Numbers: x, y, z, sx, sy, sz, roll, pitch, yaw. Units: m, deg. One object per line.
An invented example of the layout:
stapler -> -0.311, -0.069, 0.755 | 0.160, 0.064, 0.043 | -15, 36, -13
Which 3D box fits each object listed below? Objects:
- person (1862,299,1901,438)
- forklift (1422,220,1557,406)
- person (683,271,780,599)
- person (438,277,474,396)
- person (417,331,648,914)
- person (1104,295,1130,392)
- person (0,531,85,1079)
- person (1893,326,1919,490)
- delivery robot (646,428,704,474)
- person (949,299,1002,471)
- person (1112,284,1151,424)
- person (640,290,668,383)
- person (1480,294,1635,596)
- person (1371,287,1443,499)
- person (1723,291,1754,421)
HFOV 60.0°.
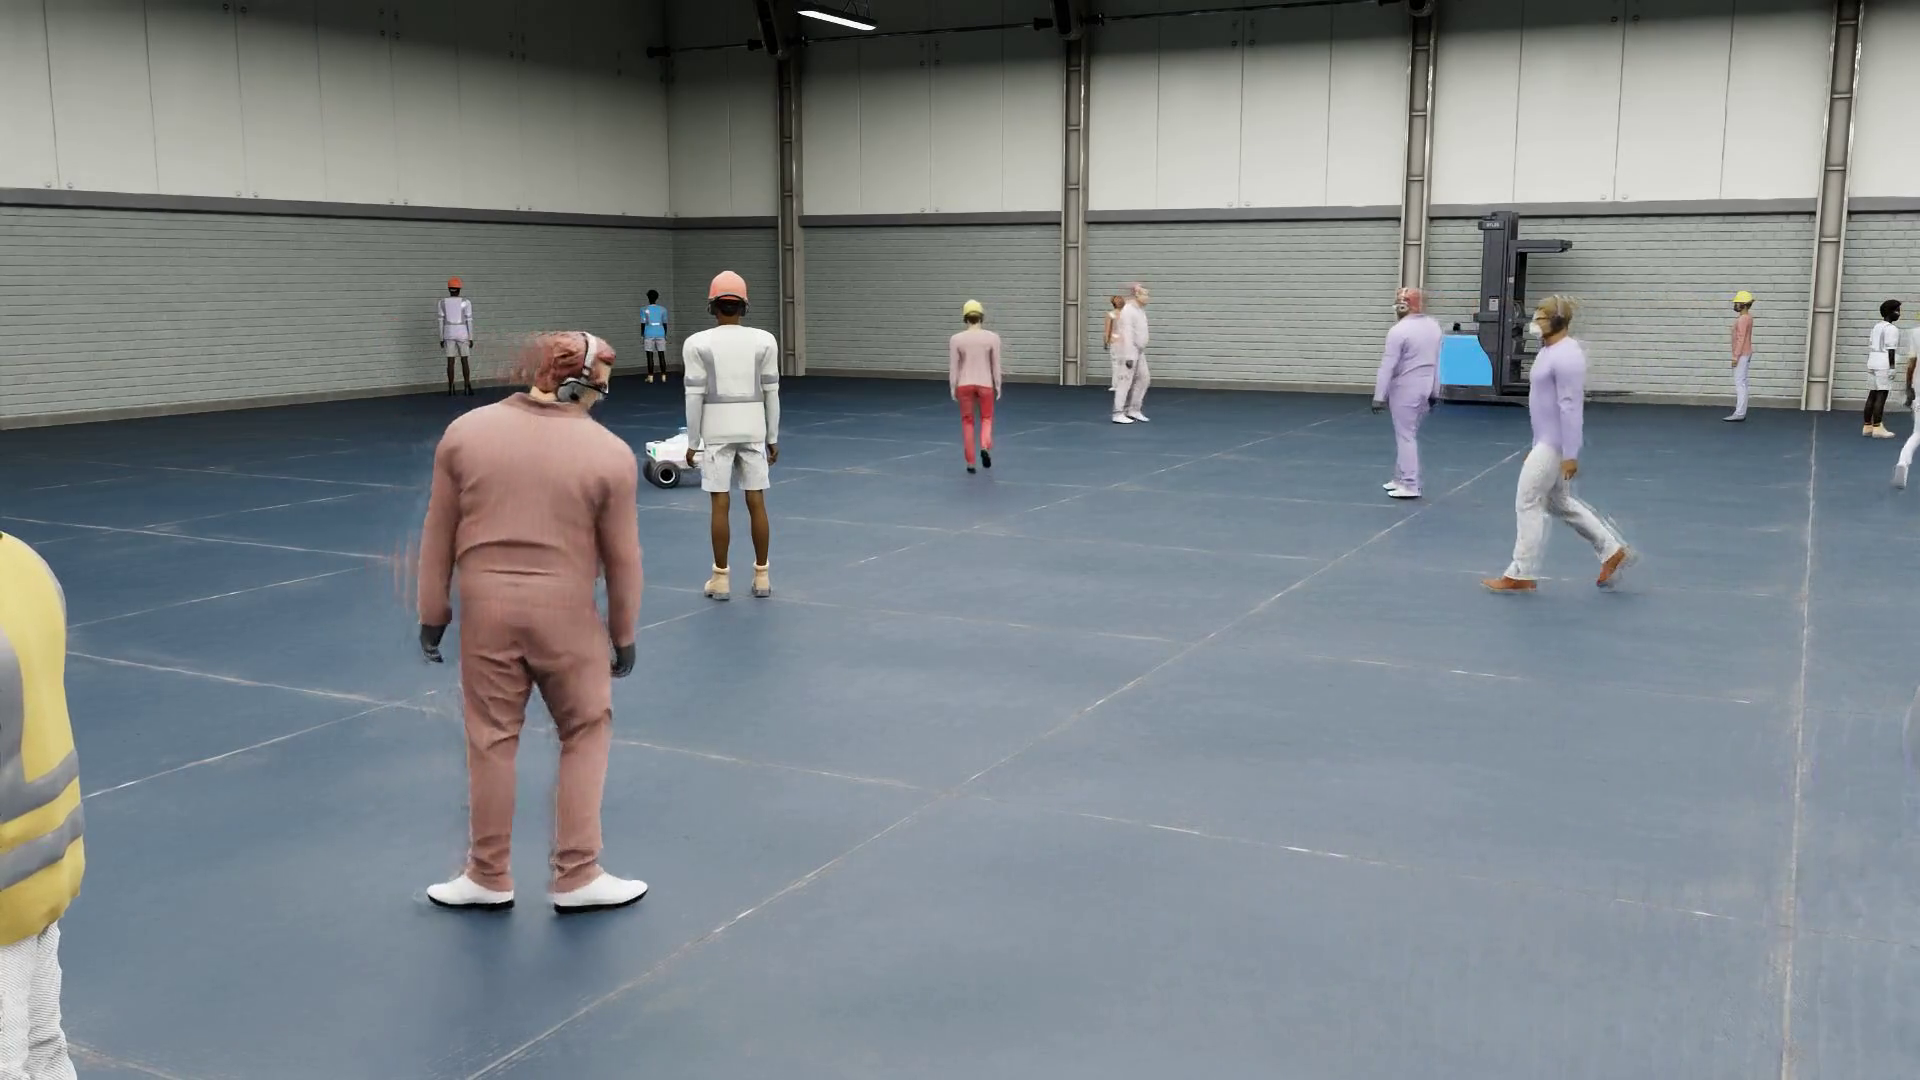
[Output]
person -> 11.404, -2.120, 20.539 | 0.319, 1.698, 0.539 | 1, 9, 6
forklift -> 8.245, -3.527, 25.720 | 1.873, 2.768, 1.129 | 5, 10, 27
person -> -1.435, -0.658, 10.462 | 0.605, 2.045, 0.381 | -3, 10, -19
person -> -8.309, -3.356, 27.431 | 0.547, 1.937, 0.379 | -1, 9, -7
person -> -1.400, 0.266, 5.350 | 0.761, 1.865, 0.396 | 0, 9, 0
person -> 2.697, -3.334, 28.241 | 0.521, 1.636, 0.316 | -4, 10, -23
person -> -1.782, 0.668, 2.927 | 0.429, 1.839, 0.621 | -2, 9, -14
person -> 8.773, -1.304, 15.055 | 0.584, 1.850, 0.525 | -7, 11, -35
delivery robot -> -2.644, -0.839, 16.006 | 0.707, 0.478, 0.477 | -4, 10, -21
person -> 0.155, -1.567, 16.939 | 0.550, 1.750, 0.416 | 0, 9, -1
person -> 2.328, -2.504, 22.402 | 0.567, 1.873, 0.666 | 3, 10, 20
person -> -5.623, -3.739, 30.538 | 0.540, 1.695, 0.317 | -6, 11, -32
person -> 3.848, -0.599, 10.558 | 0.902, 1.913, 0.637 | 1, 9, 9
person -> 3.953, -1.329, 15.054 | 0.680, 1.889, 0.658 | -7, 12, -37
person -> 10.667, -2.512, 22.758 | 0.316, 1.769, 0.525 | 6, 11, 33
